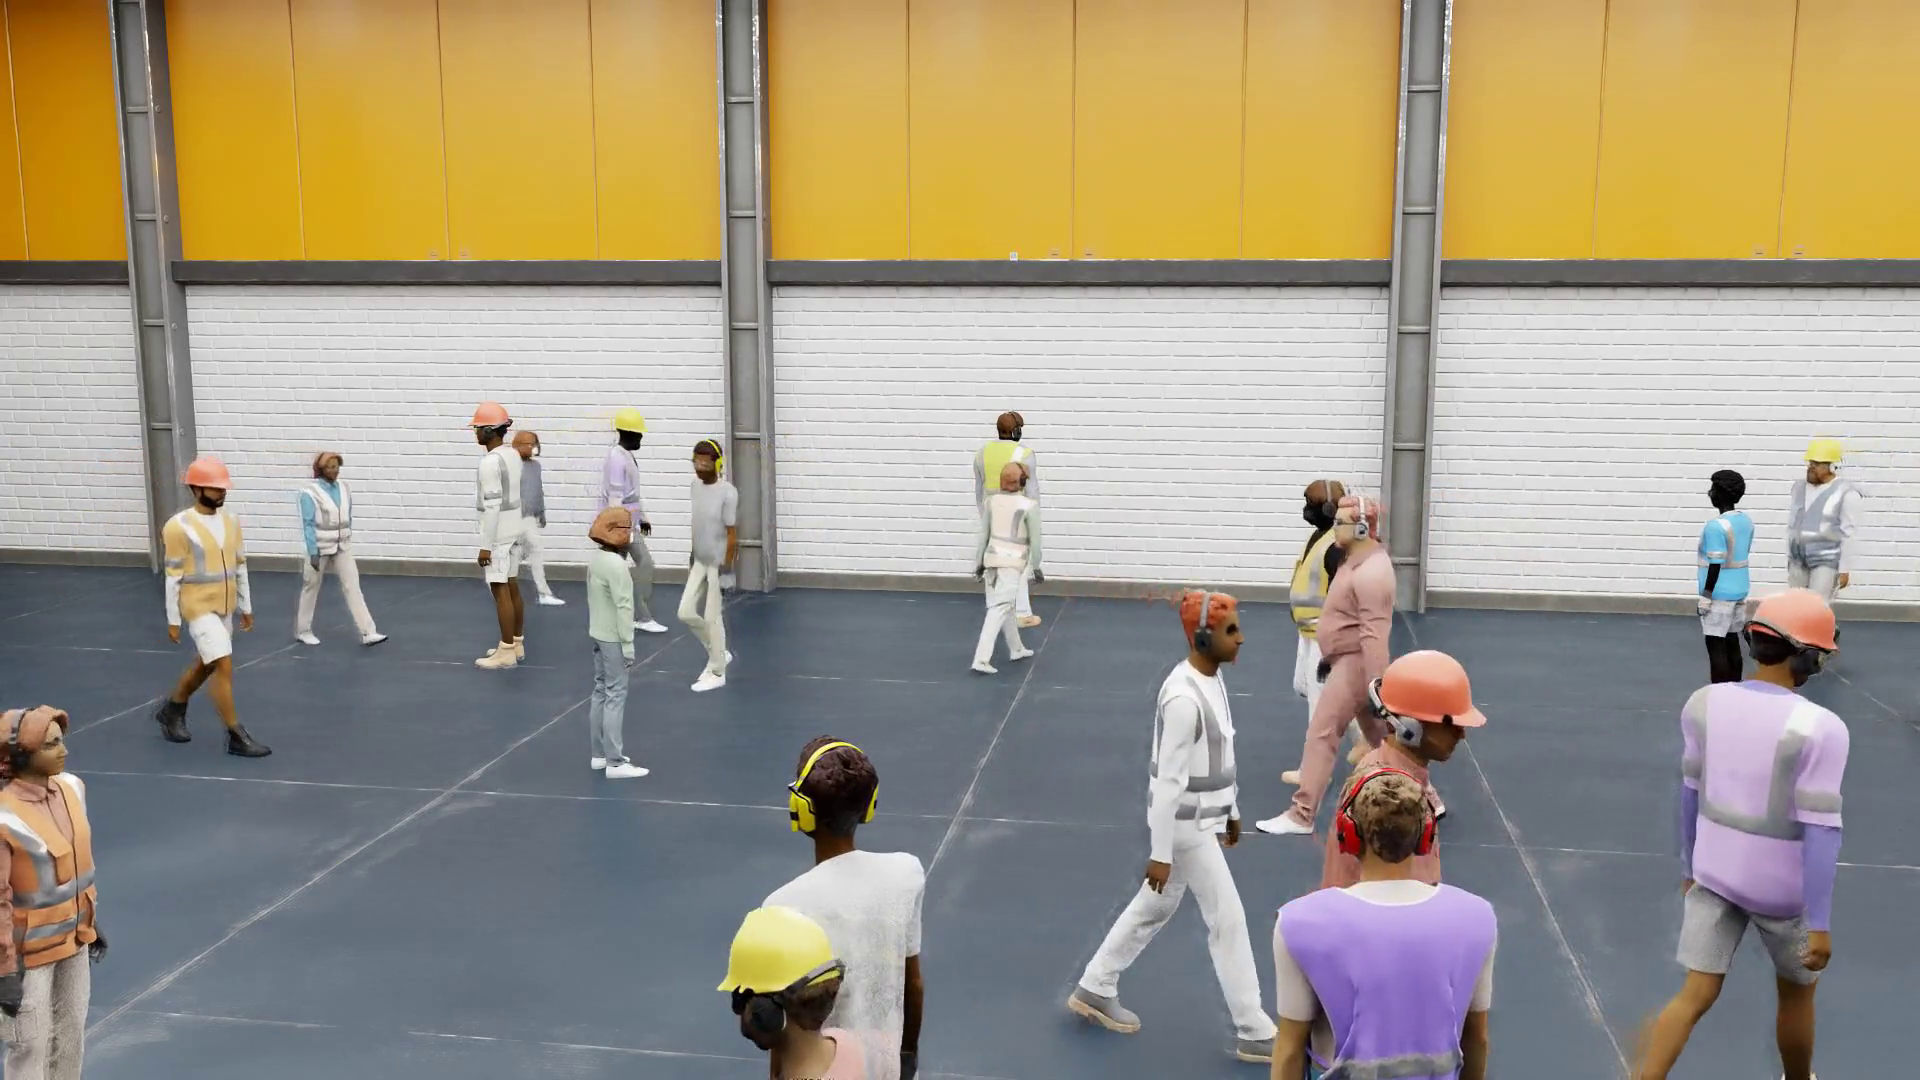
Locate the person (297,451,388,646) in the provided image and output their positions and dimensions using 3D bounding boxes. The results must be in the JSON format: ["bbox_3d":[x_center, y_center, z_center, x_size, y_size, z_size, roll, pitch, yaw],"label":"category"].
[{"bbox_3d":[-5.050,0.083,13.369,0.877,1.589,0.544,5,10,28],"label":"person"}]

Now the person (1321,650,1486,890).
[{"bbox_3d":[1.352,1.275,4.938,1.055,1.931,0.603,4,10,21],"label":"person"}]

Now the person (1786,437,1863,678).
[{"bbox_3d":[6.443,0.127,12.398,0.591,1.819,0.598,-3,10,-20],"label":"person"}]

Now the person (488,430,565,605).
[{"bbox_3d":[-3.993,-0.213,15.155,0.765,1.608,0.505,2,9,13],"label":"person"}]

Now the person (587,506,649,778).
[{"bbox_3d":[-2.078,0.607,10.006,0.276,1.631,0.507,-6,11,-31],"label":"person"}]

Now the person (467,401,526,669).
[{"bbox_3d":[-3.543,-0.036,12.710,0.376,2.044,0.607,0,9,2],"label":"person"}]

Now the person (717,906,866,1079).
[{"bbox_3d":[-0.327,1.617,3.435,0.363,1.740,0.538,1,9,4],"label":"person"}]

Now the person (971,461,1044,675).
[{"bbox_3d":[0.334,0.204,12.625,0.521,1.588,0.844,9,13,43],"label":"person"}]

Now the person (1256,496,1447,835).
[{"bbox_3d":[2.154,0.678,8.891,0.989,1.864,0.641,2,9,13],"label":"person"}]

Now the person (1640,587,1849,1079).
[{"bbox_3d":[2.672,1.144,5.643,1.060,1.986,0.635,-5,11,-29],"label":"person"}]

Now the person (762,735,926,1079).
[{"bbox_3d":[-0.310,1.417,4.280,0.519,1.874,0.326,-8,12,-40],"label":"person"}]

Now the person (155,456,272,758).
[{"bbox_3d":[-4.786,0.402,10.480,0.940,1.904,0.551,3,10,20],"label":"person"}]

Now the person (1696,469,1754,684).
[{"bbox_3d":[5.169,0.367,11.291,0.540,1.695,0.317,-8,12,-42],"label":"person"}]

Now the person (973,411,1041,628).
[{"bbox_3d":[0.428,-0.177,14.203,0.619,1.845,0.430,7,11,36],"label":"person"}]

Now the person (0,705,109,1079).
[{"bbox_3d":[-3.008,1.355,5.455,0.394,1.650,0.522,1,9,4],"label":"person"}]

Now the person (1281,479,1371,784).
[{"bbox_3d":[2.220,0.544,9.812,0.558,1.829,0.640,0,9,-1],"label":"person"}]

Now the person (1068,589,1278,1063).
[{"bbox_3d":[0.865,1.088,6.432,0.978,1.840,0.608,3,10,15],"label":"person"}]

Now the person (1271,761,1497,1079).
[{"bbox_3d":[1.034,1.467,4.099,0.566,1.835,0.395,-2,9,-11],"label":"person"}]

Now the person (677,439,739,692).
[{"bbox_3d":[-1.805,0.187,11.931,0.553,1.845,0.393,8,12,42],"label":"person"}]

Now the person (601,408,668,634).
[{"bbox_3d":[-2.717,-0.159,13.890,0.708,1.896,0.619,-2,9,-12],"label":"person"}]
